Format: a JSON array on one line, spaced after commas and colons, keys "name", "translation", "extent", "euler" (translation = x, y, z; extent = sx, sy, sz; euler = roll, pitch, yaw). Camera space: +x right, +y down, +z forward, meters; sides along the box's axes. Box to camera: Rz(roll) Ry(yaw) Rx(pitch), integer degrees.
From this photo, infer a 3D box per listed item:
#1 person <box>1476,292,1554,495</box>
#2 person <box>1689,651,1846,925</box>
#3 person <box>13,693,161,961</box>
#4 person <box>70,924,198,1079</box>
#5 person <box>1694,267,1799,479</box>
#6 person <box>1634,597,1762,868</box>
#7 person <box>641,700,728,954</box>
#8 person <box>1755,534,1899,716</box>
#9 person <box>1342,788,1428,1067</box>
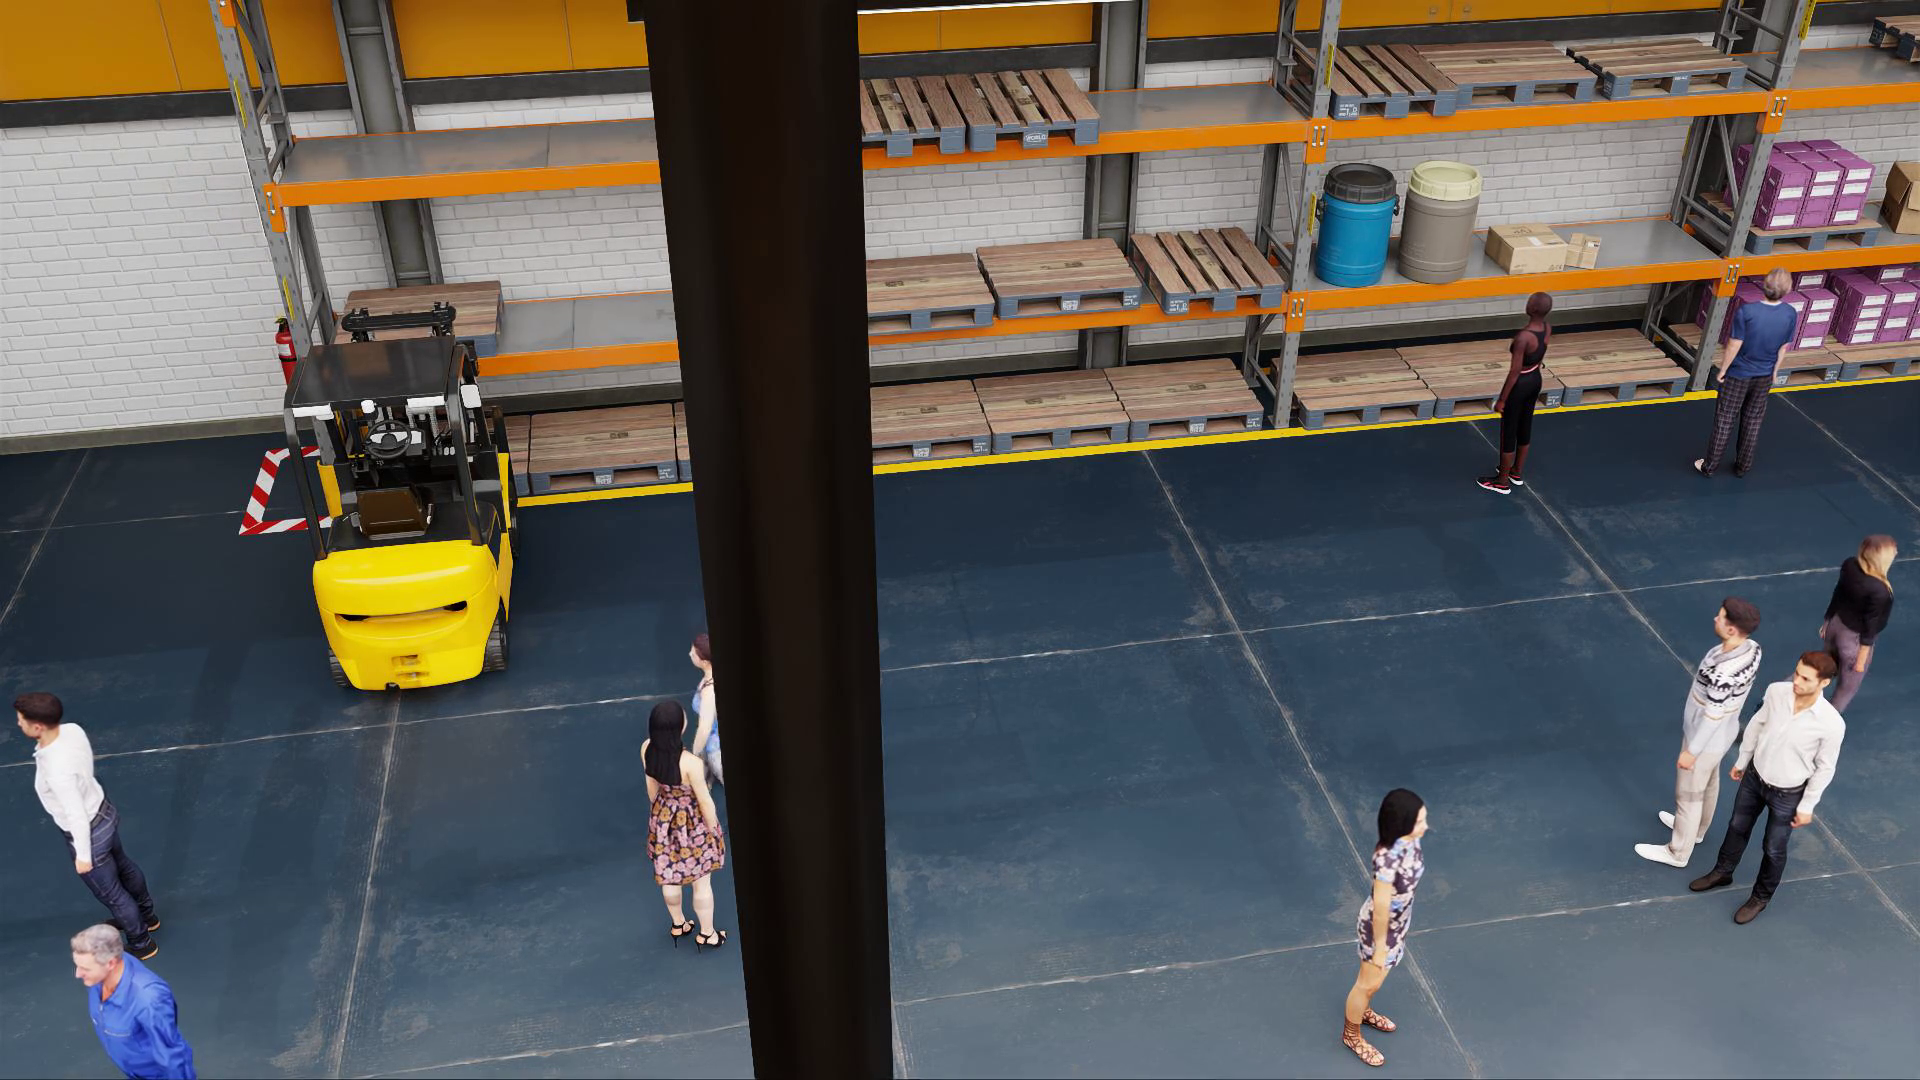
[{"name": "person", "translation": [4.545, -1.197, 13.433], "extent": [0.621, 1.757, 0.729], "euler": [-23, 40, -31]}, {"name": "person", "translation": [4.641, 1.382, 9.451], "extent": [0.667, 1.870, 0.731], "euler": [-18, 38, -25]}, {"name": "person", "translation": [-4.787, 1.578, 9.157], "extent": [0.580, 1.868, 0.632], "euler": [-8, 35, -12]}, {"name": "person", "translation": [-3.793, 2.465, 7.864], "extent": [0.778, 1.823, 0.825], "euler": [23, 40, 30]}, {"name": "person", "translation": [6.448, -1.357, 13.570], "extent": [0.571, 1.872, 0.770], "euler": [2, 34, 3]}, {"name": "person", "translation": [4.432, 1.138, 9.826], "extent": [0.815, 1.860, 0.722], "euler": [26, 41, 33]}, {"name": "person", "translation": [-1.532, 1.595, 9.216], "extent": [0.789, 1.775, 0.862], "euler": [15, 37, 22]}, {"name": "person", "translation": [5.631, 0.670, 10.715], "extent": [0.883, 1.656, 0.658], "euler": [-1, 34, -2]}, {"name": "person", "translation": [2.215, 1.989, 8.662], "extent": [0.718, 1.733, 0.676], "euler": [18, 38, 25]}]
